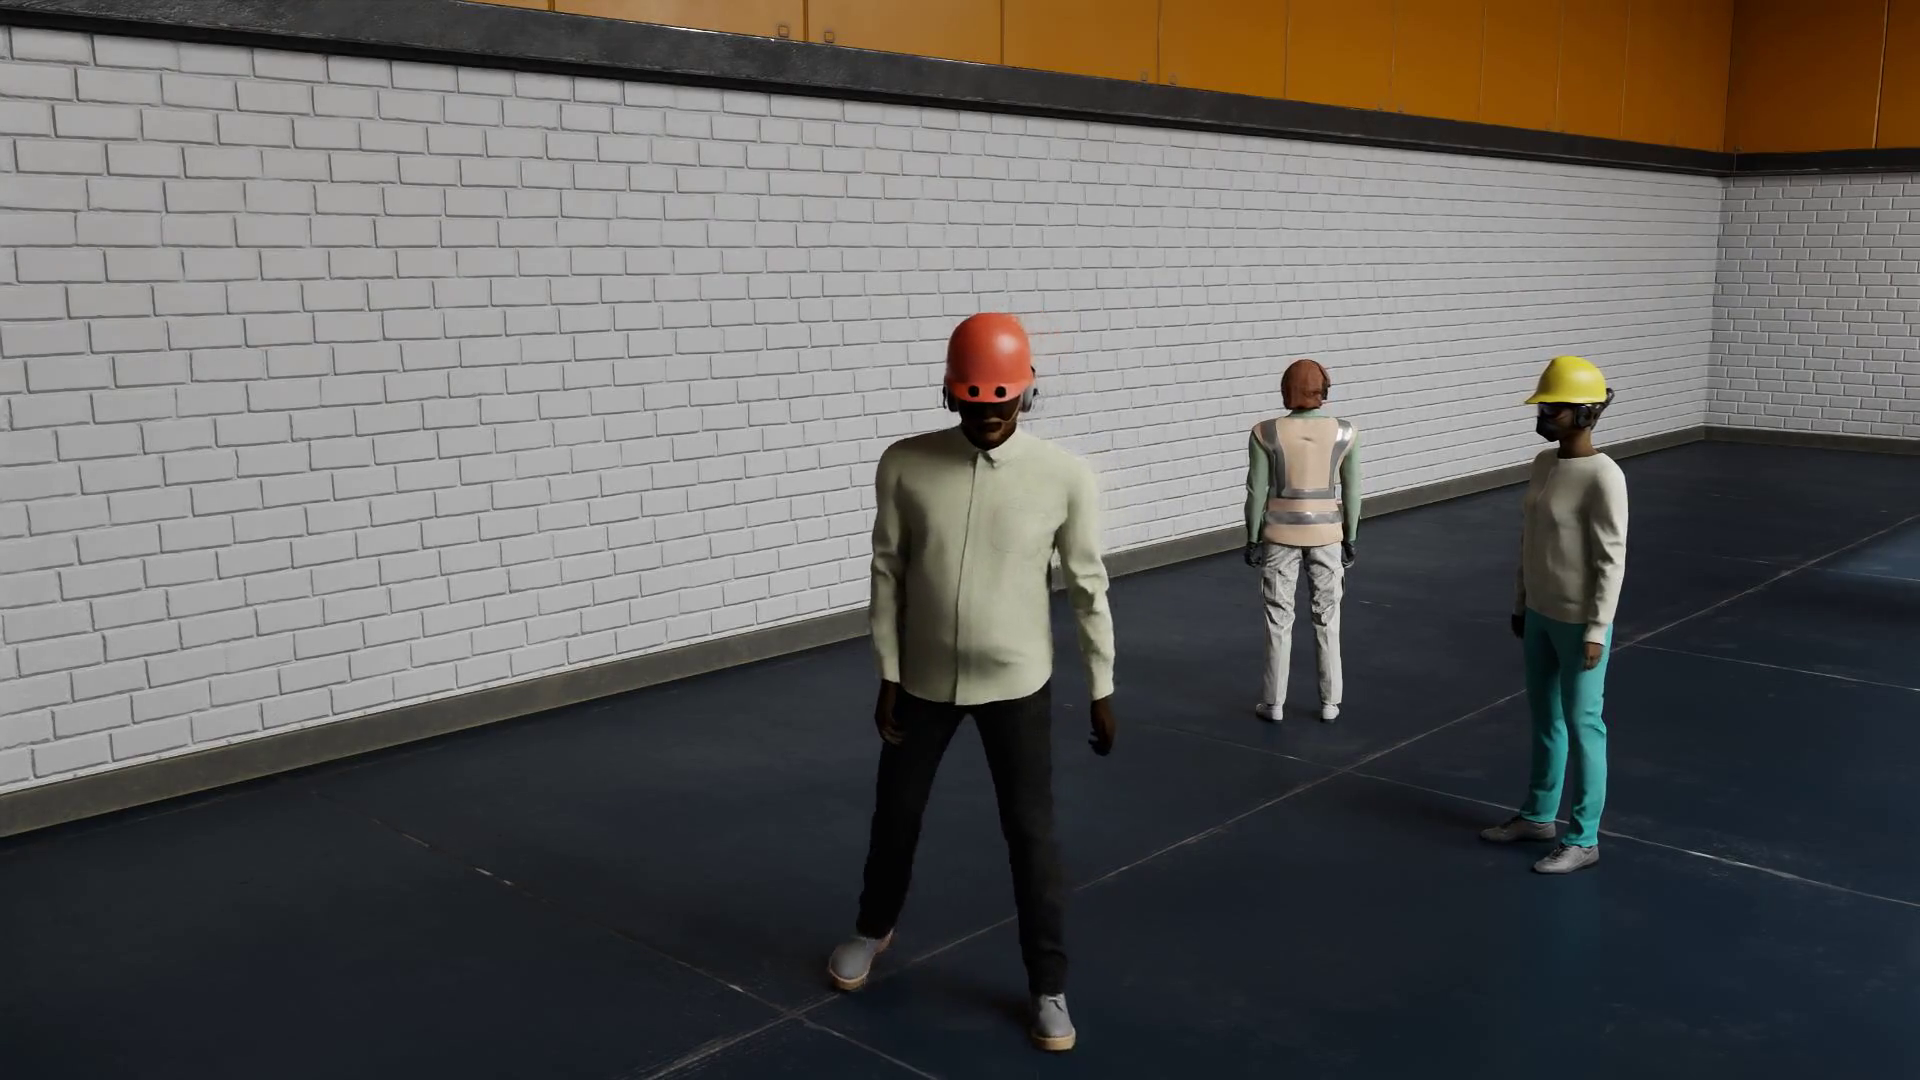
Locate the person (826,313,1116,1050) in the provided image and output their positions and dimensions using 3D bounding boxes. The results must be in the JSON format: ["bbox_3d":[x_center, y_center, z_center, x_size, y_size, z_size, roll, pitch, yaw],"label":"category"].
[{"bbox_3d":[0.006,0.367,4.539,0.848,1.961,0.599,2,10,10],"label":"person"}]

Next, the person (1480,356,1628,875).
[{"bbox_3d":[2.053,0.257,5.696,0.322,1.769,0.523,-2,10,-10],"label":"person"}]

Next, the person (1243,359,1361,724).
[{"bbox_3d":[1.528,0.015,7.448,0.523,1.636,0.310,0,10,1],"label":"person"}]
